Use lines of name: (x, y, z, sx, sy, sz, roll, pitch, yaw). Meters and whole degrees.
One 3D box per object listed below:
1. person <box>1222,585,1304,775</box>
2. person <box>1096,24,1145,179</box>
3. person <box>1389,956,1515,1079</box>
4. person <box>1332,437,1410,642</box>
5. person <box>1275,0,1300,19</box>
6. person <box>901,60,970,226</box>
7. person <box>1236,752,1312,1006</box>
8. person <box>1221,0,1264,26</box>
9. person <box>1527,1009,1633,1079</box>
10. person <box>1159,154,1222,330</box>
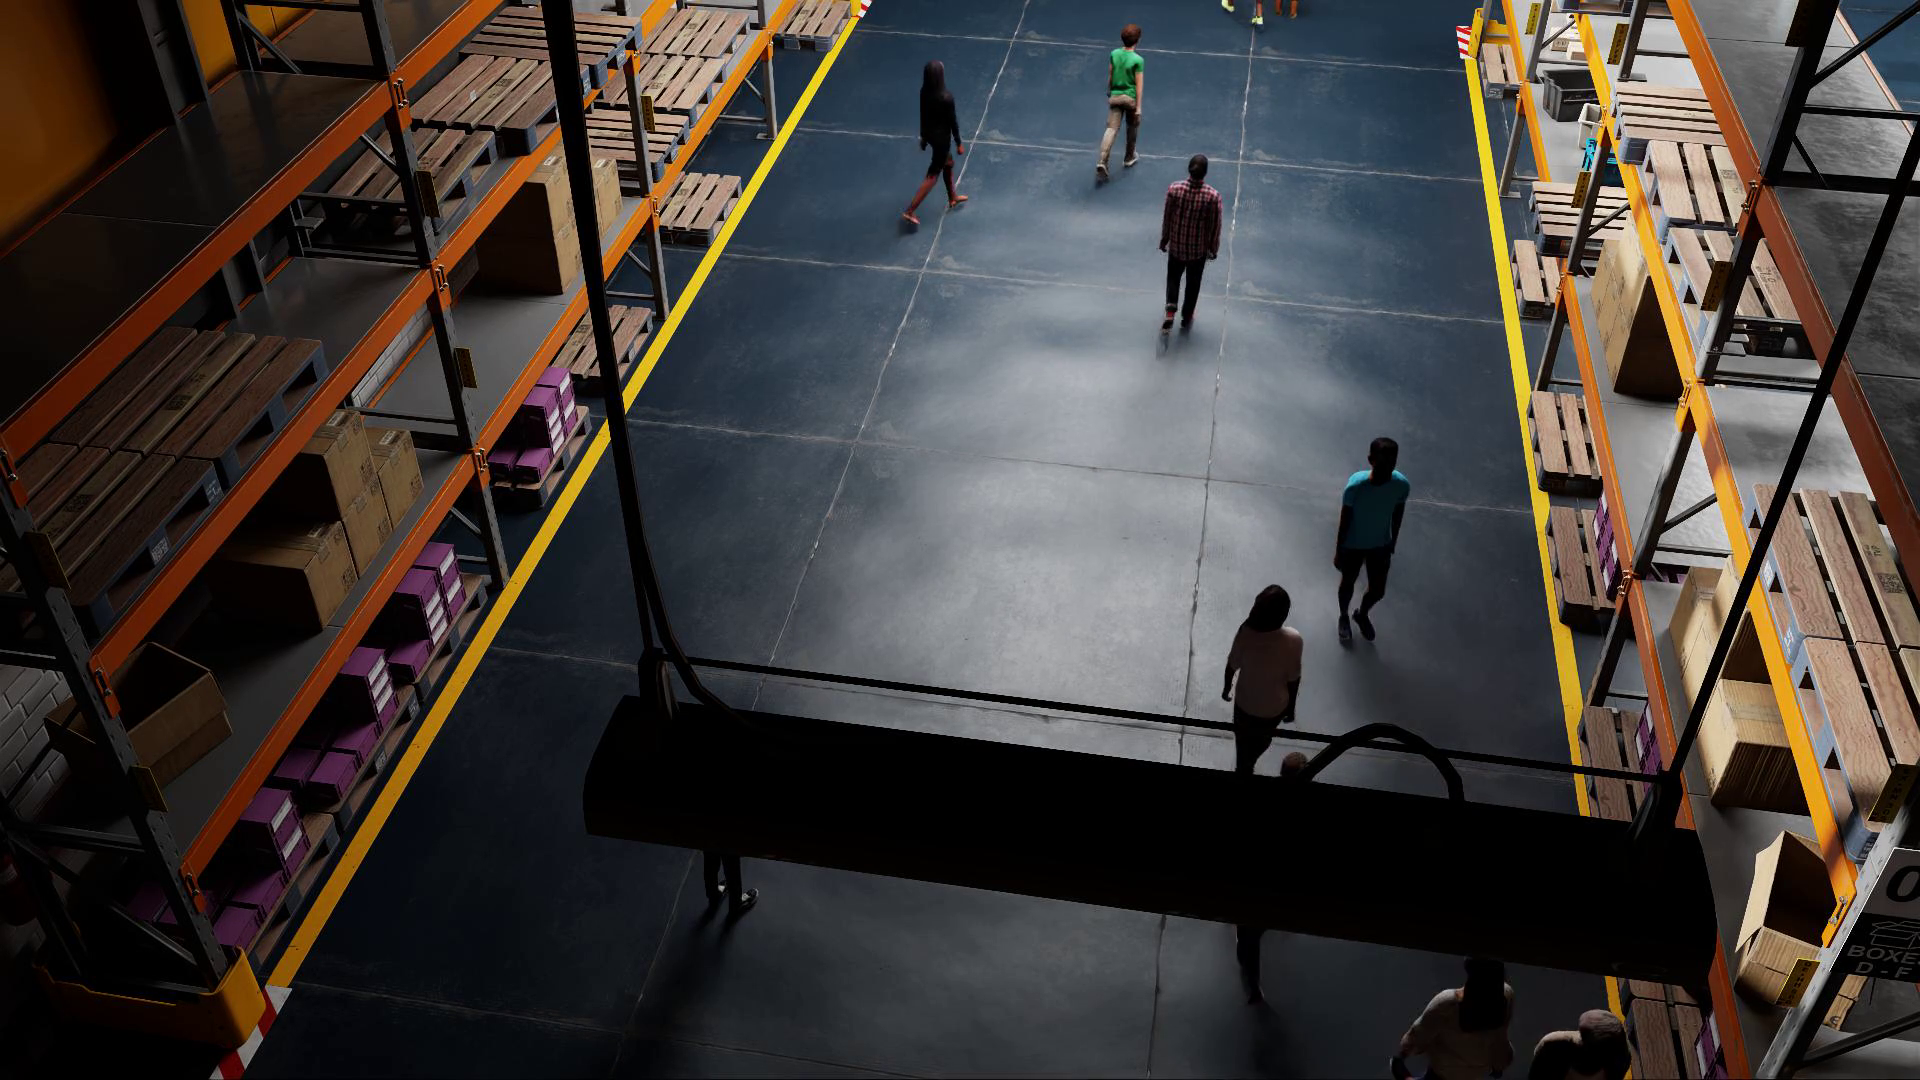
person: (1.878, 1.120, 10.403, 0.684, 1.742, 1.146, 4, 39, 6)
person: (1.706, -4.655, 17.729, 0.849, 1.623, 1.141, 21, 43, 24)
person: (2.572, 2.736, 8.461, 0.954, 1.641, 1.218, -10, 40, -12)
person: (2.858, -0.043, 11.843, 0.670, 1.763, 0.642, 0, 39, 0)
person: (4.277, -7.485, 21.409, 0.623, 1.454, 0.569, 14, 41, 17)
person: (-0.276, -3.988, 16.850, 1.226, 1.678, 1.131, -26, 45, -28)
person: (1.774, 1.946, 9.391, 0.677, 1.715, 0.953, 0, 39, 0)
person: (3.728, -7.386, 21.080, 0.918, 1.710, 1.222, -11, 40, -14)
person: (3.003, 2.784, 8.353, 0.685, 1.699, 1.088, 8, 39, 10)
person: (2.063, -2.667, 15.141, 0.763, 1.747, 0.849, 11, 40, 14)
